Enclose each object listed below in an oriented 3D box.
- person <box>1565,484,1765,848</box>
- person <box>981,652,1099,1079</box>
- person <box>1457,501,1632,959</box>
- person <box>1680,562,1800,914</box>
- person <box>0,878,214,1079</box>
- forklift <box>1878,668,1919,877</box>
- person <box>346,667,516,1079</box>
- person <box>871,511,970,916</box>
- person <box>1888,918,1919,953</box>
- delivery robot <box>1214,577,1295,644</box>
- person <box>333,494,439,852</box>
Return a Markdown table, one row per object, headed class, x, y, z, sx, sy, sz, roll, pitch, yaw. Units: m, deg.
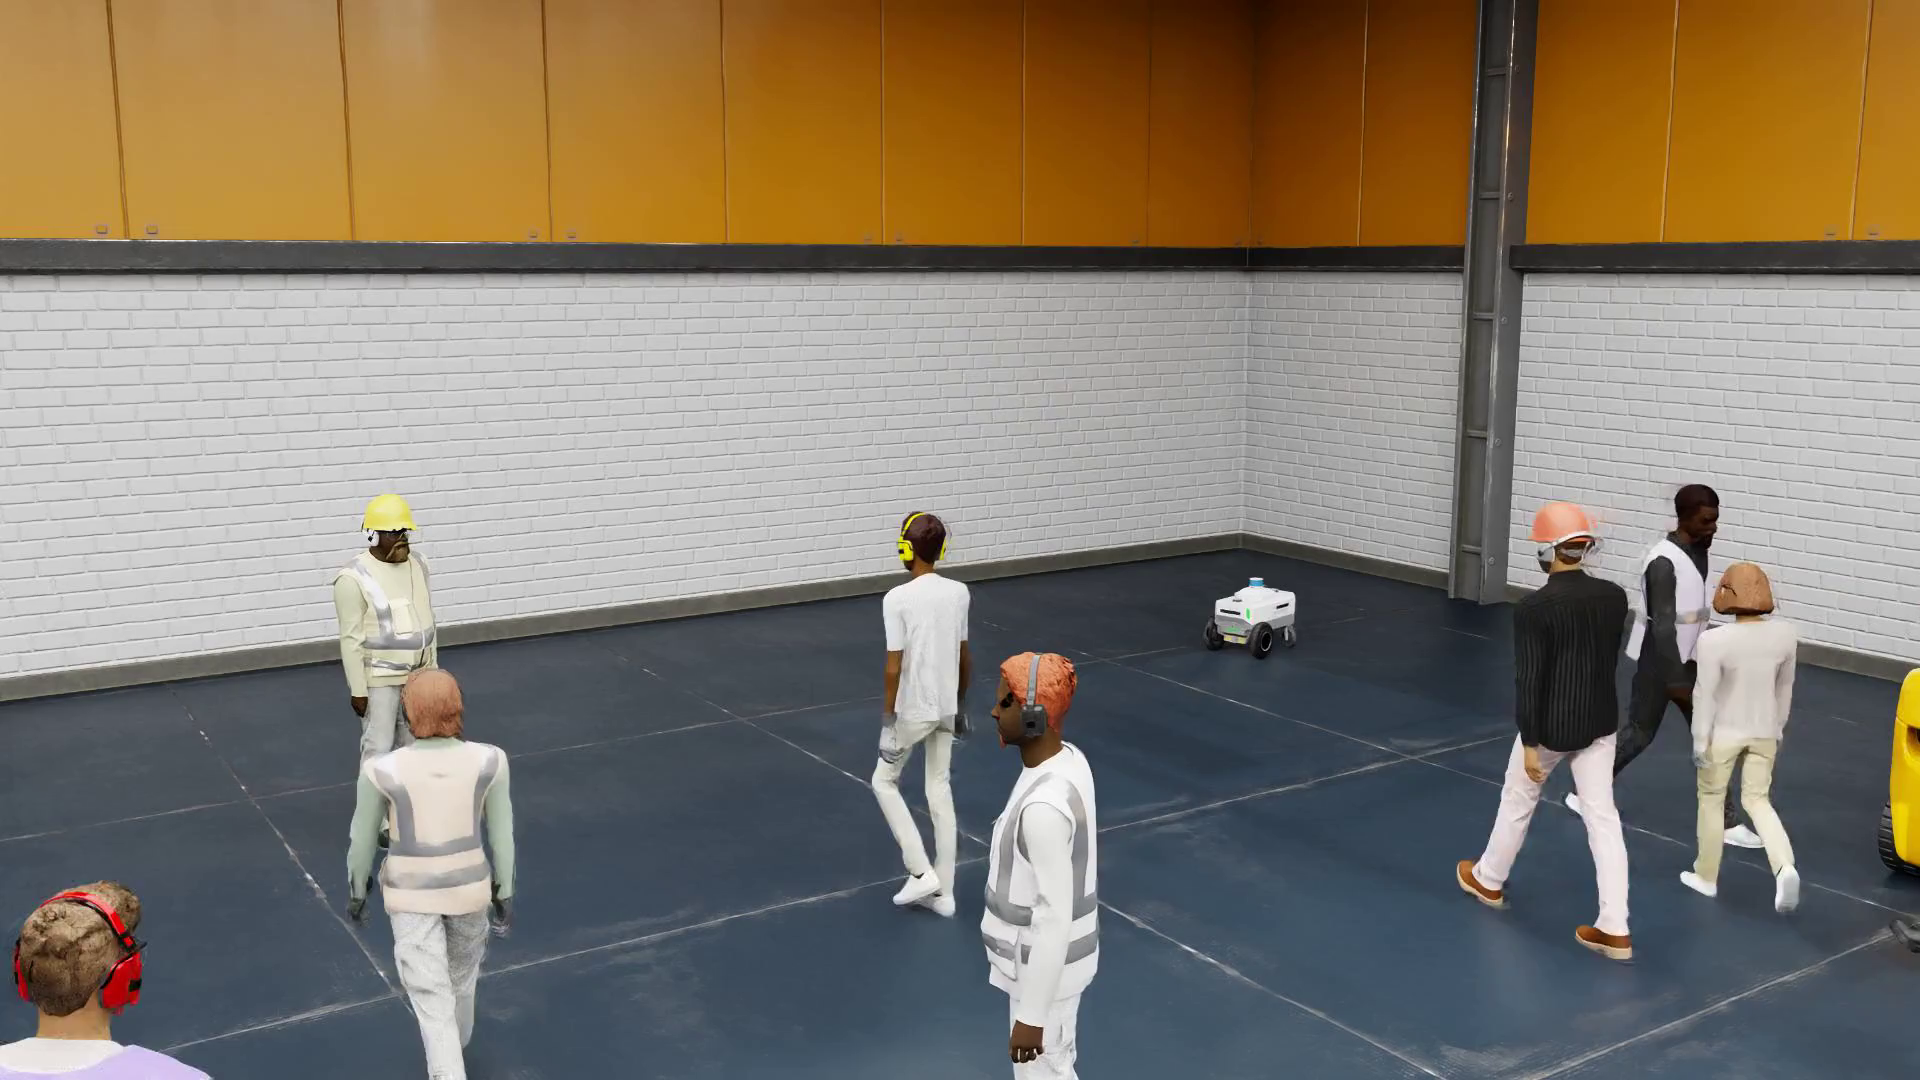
| class | x | y | z | sx | sy | sz | roll | pitch | yaw |
| --- | --- | --- | --- | --- | --- | --- | --- | --- | --- |
| person | 3.662 | 0.623 | 8.574 | 0.592 | 1.876 | 0.954 | -8 | 12 | -41 |
| person | 0.227 | 1.242 | 4.795 | 0.345 | 1.882 | 0.584 | 1 | 9 | 7 |
| person | 2.653 | 0.798 | 7.341 | 0.614 | 1.935 | 1.023 | -3 | 10 | -17 |
| person | 3.593 | 0.906 | 7.611 | 0.507 | 1.616 | 0.616 | -1 | 9 | -6 |
| person | -1.684 | 1.549 | 3.217 | 0.585 | 1.797 | 0.968 | 0 | 9 | -2 |
| forklift | 5.511 | 0.571 | 7.906 | 2.313 | 2.155 | 1.214 | -6 | 11 | -33 |
| person | -1.828 | 1.225 | 5.751 | 0.530 | 1.594 | 0.849 | -6 | 11 | -31 |
| person | -0.166 | 0.794 | 7.580 | 0.551 | 1.850 | 0.451 | -8 | 12 | -39 |
| person | 4.307 | 0.946 | 6.599 | 1.019 | 1.862 | 0.564 | 7 | 12 | 36 |
| delivery robot | 2.272 | 0.531 | 12.791 | 0.477 | 0.478 | 0.707 | 9 | 13 | 41 |
| person | -2.877 | 0.666 | 8.464 | 0.403 | 1.825 | 0.591 | 4 | 10 | 24 |
